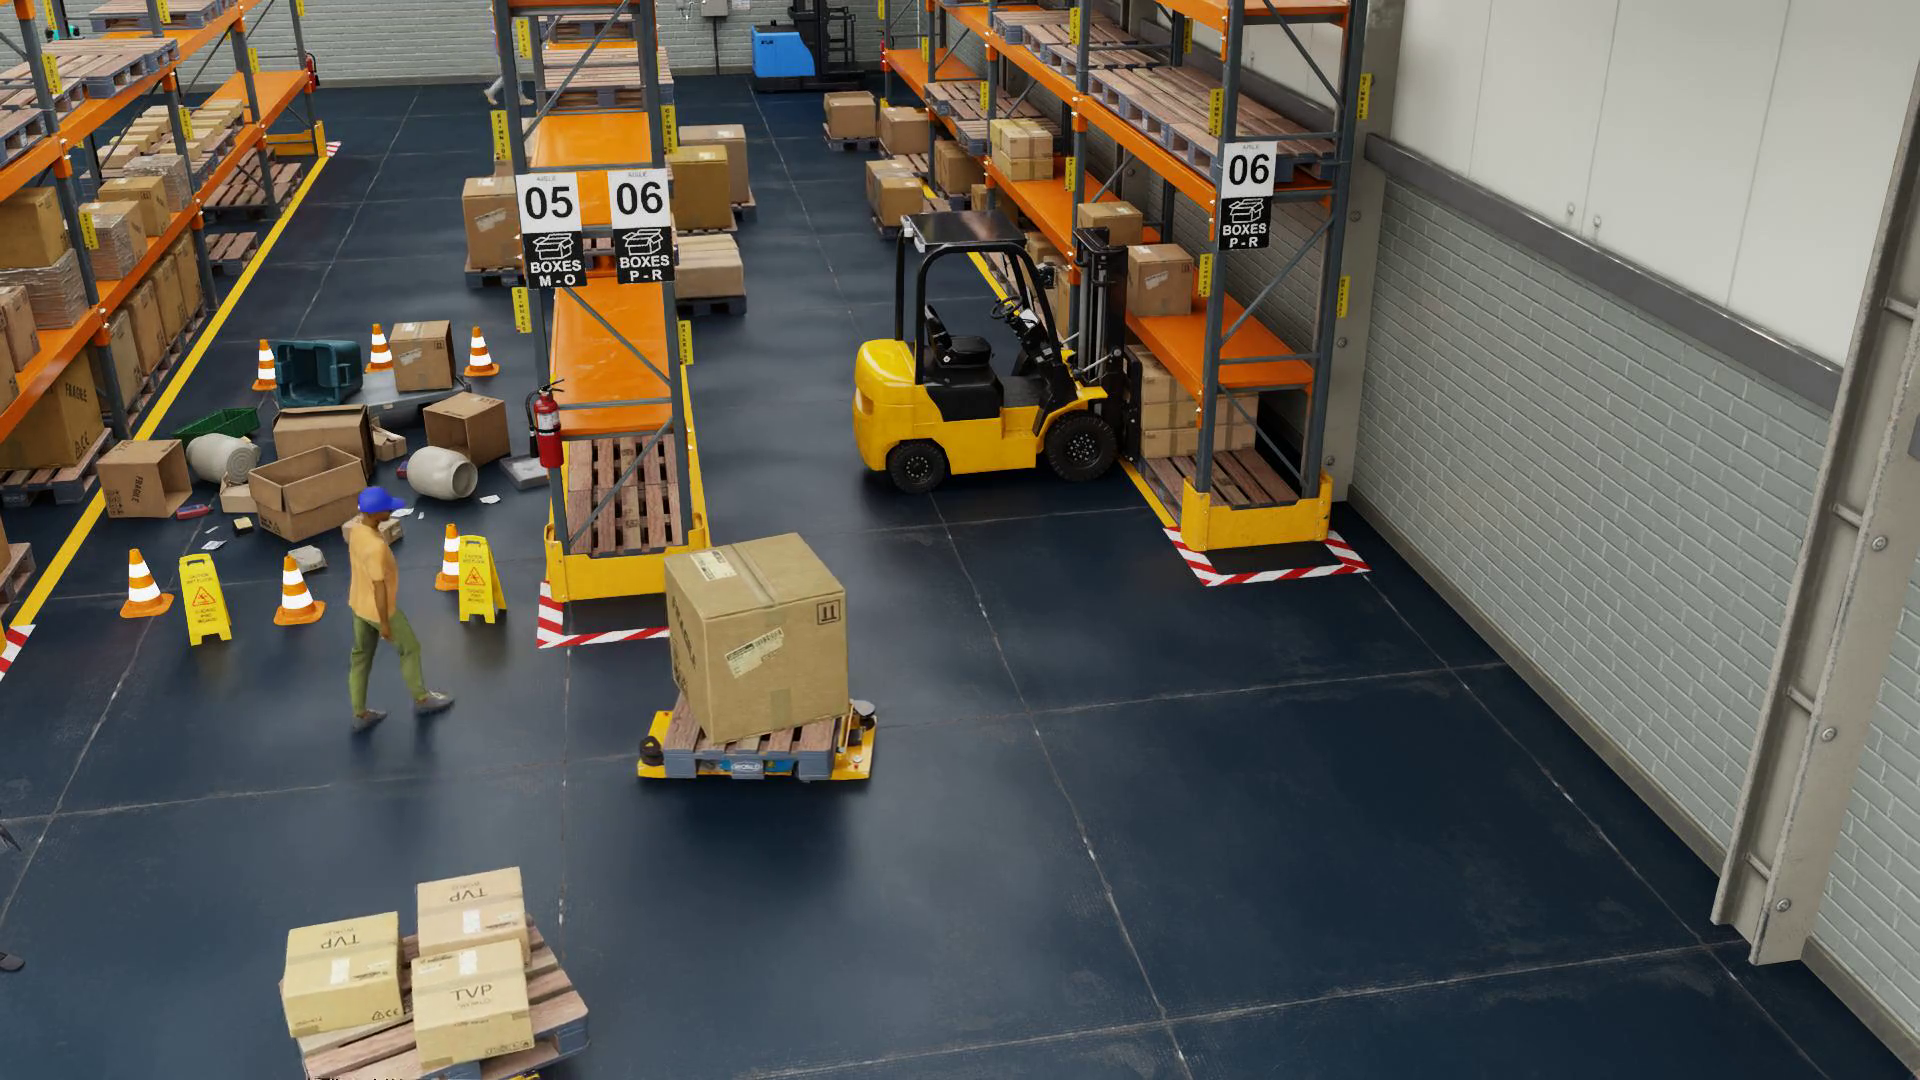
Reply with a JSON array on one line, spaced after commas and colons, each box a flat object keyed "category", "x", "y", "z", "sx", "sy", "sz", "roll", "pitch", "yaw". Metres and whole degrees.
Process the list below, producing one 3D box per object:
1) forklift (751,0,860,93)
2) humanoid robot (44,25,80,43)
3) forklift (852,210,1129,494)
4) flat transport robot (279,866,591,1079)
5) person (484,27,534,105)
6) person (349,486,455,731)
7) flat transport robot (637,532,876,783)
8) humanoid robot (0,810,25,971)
[{"category": "forklift", "x": -2.872, "y": -9.679, "z": 30.288, "sx": 1.873, "sy": 2.768, "sz": 1.129, "roll": -5, "pitch": 26, "yaw": -10}, {"category": "humanoid robot", "x": -15.067, "y": -7.977, "z": 28.022, "sx": 0.545, "sy": 1.727, "sz": 0.937, "roll": -21, "pitch": 33, "yaw": -37}, {"category": "forklift", "x": 0.216, "y": -1.659, "z": 14.366, "sx": 2.313, "sy": 2.155, "sz": 1.214, "roll": -5, "pitch": 26, "yaw": -10}, {"category": "flat transport robot", "x": -2.536, "y": 2.440, "z": 8.048, "sx": 0.659, "sy": 0.231, "sz": 1.431, "roll": -15, "pitch": 29, "yaw": -28}, {"category": "person", "x": -7.949, "y": -8.472, "z": 29.032, "sx": 0.764, "sy": 1.776, "sz": 0.602, "roll": -7, "pitch": 27, "yaw": -15}, {"category": "person", "x": -3.655, "y": 0.413, "z": 10.626, "sx": 0.766, "sy": 1.676, "sz": 0.592, "roll": -20, "pitch": 32, "yaw": -36}, {"category": "flat transport robot", "x": -1.266, "y": 1.257, "z": 10.511, "sx": 1.431, "sy": 0.231, "sz": 0.659, "roll": 1, "pitch": 26, "yaw": 1}, {"category": "humanoid robot", "x": -5.058, "y": 1.526, "z": 8.308, "sx": 0.315, "sy": 1.657, "sz": 0.599, "roll": 14, "pitch": 29, "yaw": 26}]
